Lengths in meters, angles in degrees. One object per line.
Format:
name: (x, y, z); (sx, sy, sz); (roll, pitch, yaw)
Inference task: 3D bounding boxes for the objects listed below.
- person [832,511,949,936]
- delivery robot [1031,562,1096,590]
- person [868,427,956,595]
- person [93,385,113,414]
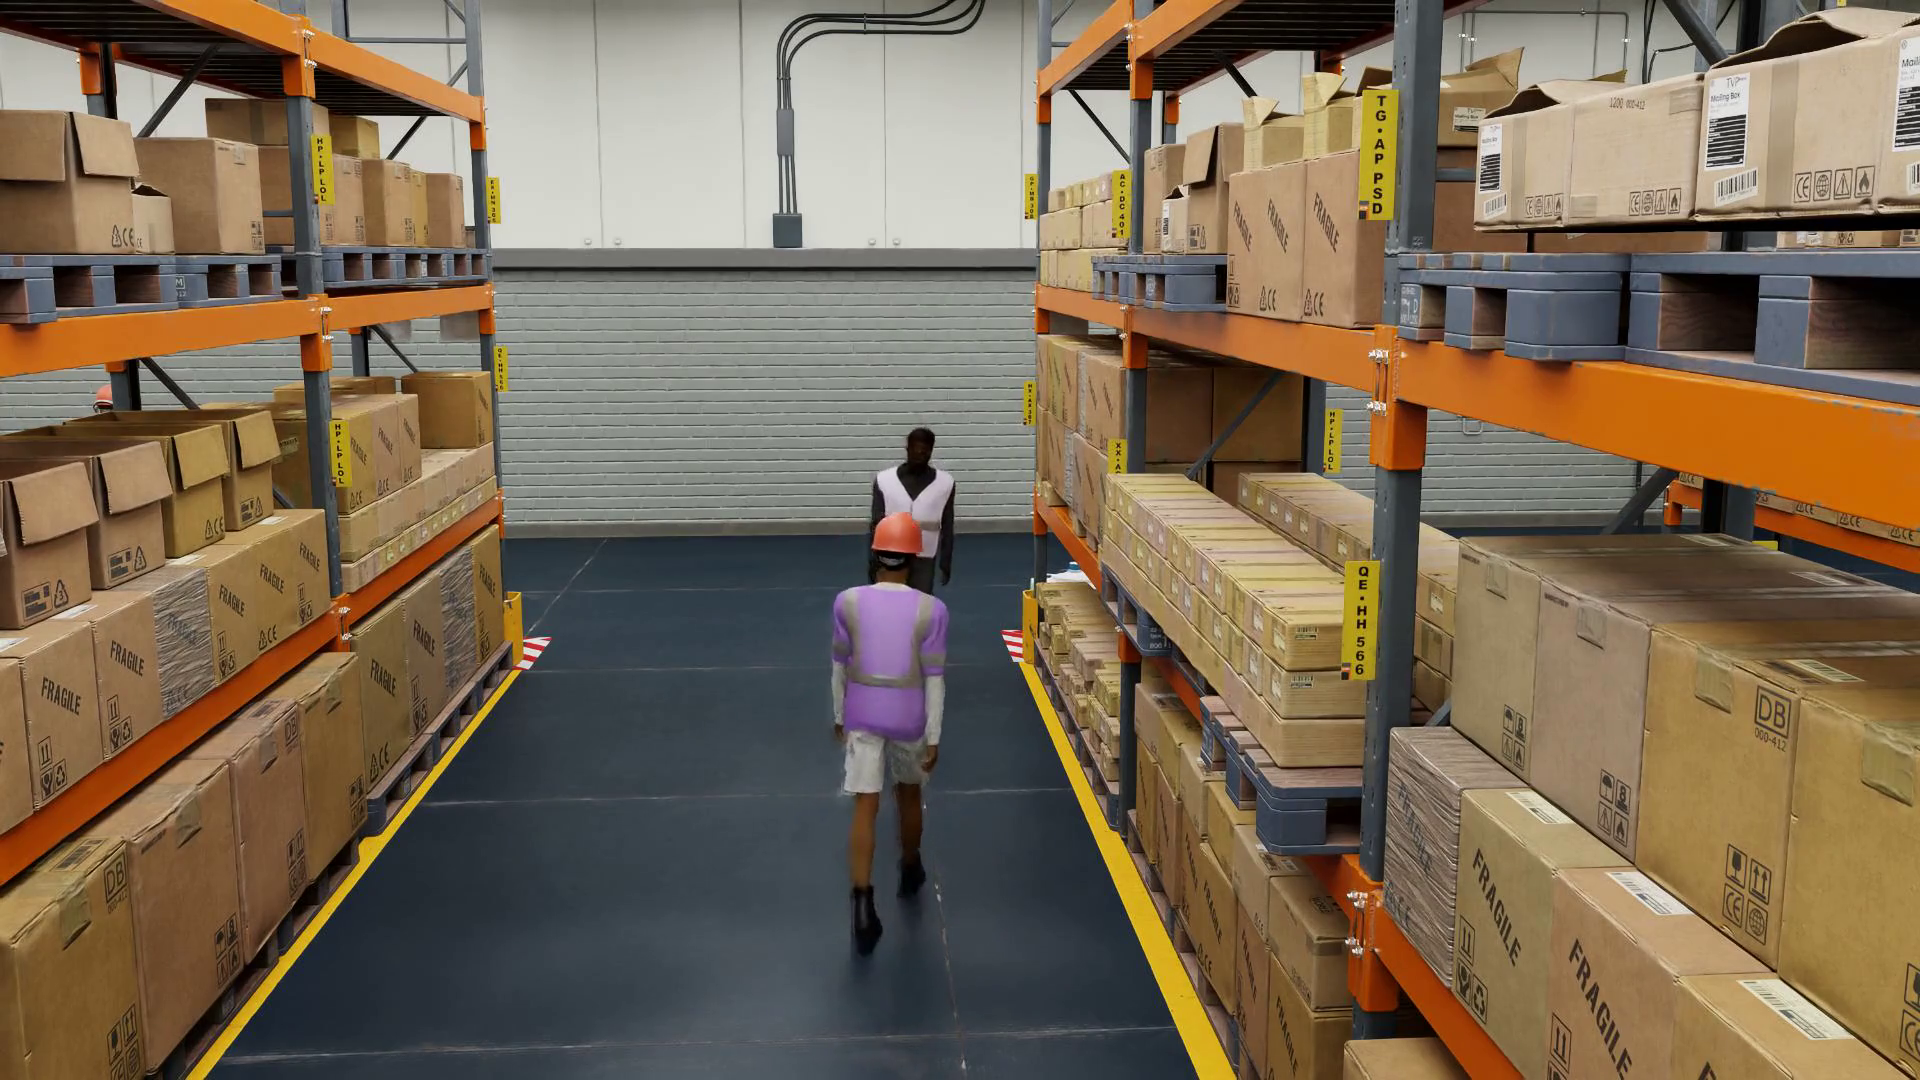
person: (-0.329, 0.818, 7.571); (0.555, 1.903, 0.961); (1, 10, 5)
delivery robot: (0.939, 0.421, 13.557); (0.707, 0.478, 0.477); (5, 11, 29)
person: (-0.334, 0.109, 11.815); (0.616, 1.871, 0.985); (0, 10, 2)
person: (-7.014, -0.296, 13.850); (0.610, 1.987, 0.403); (-1, 10, -9)
